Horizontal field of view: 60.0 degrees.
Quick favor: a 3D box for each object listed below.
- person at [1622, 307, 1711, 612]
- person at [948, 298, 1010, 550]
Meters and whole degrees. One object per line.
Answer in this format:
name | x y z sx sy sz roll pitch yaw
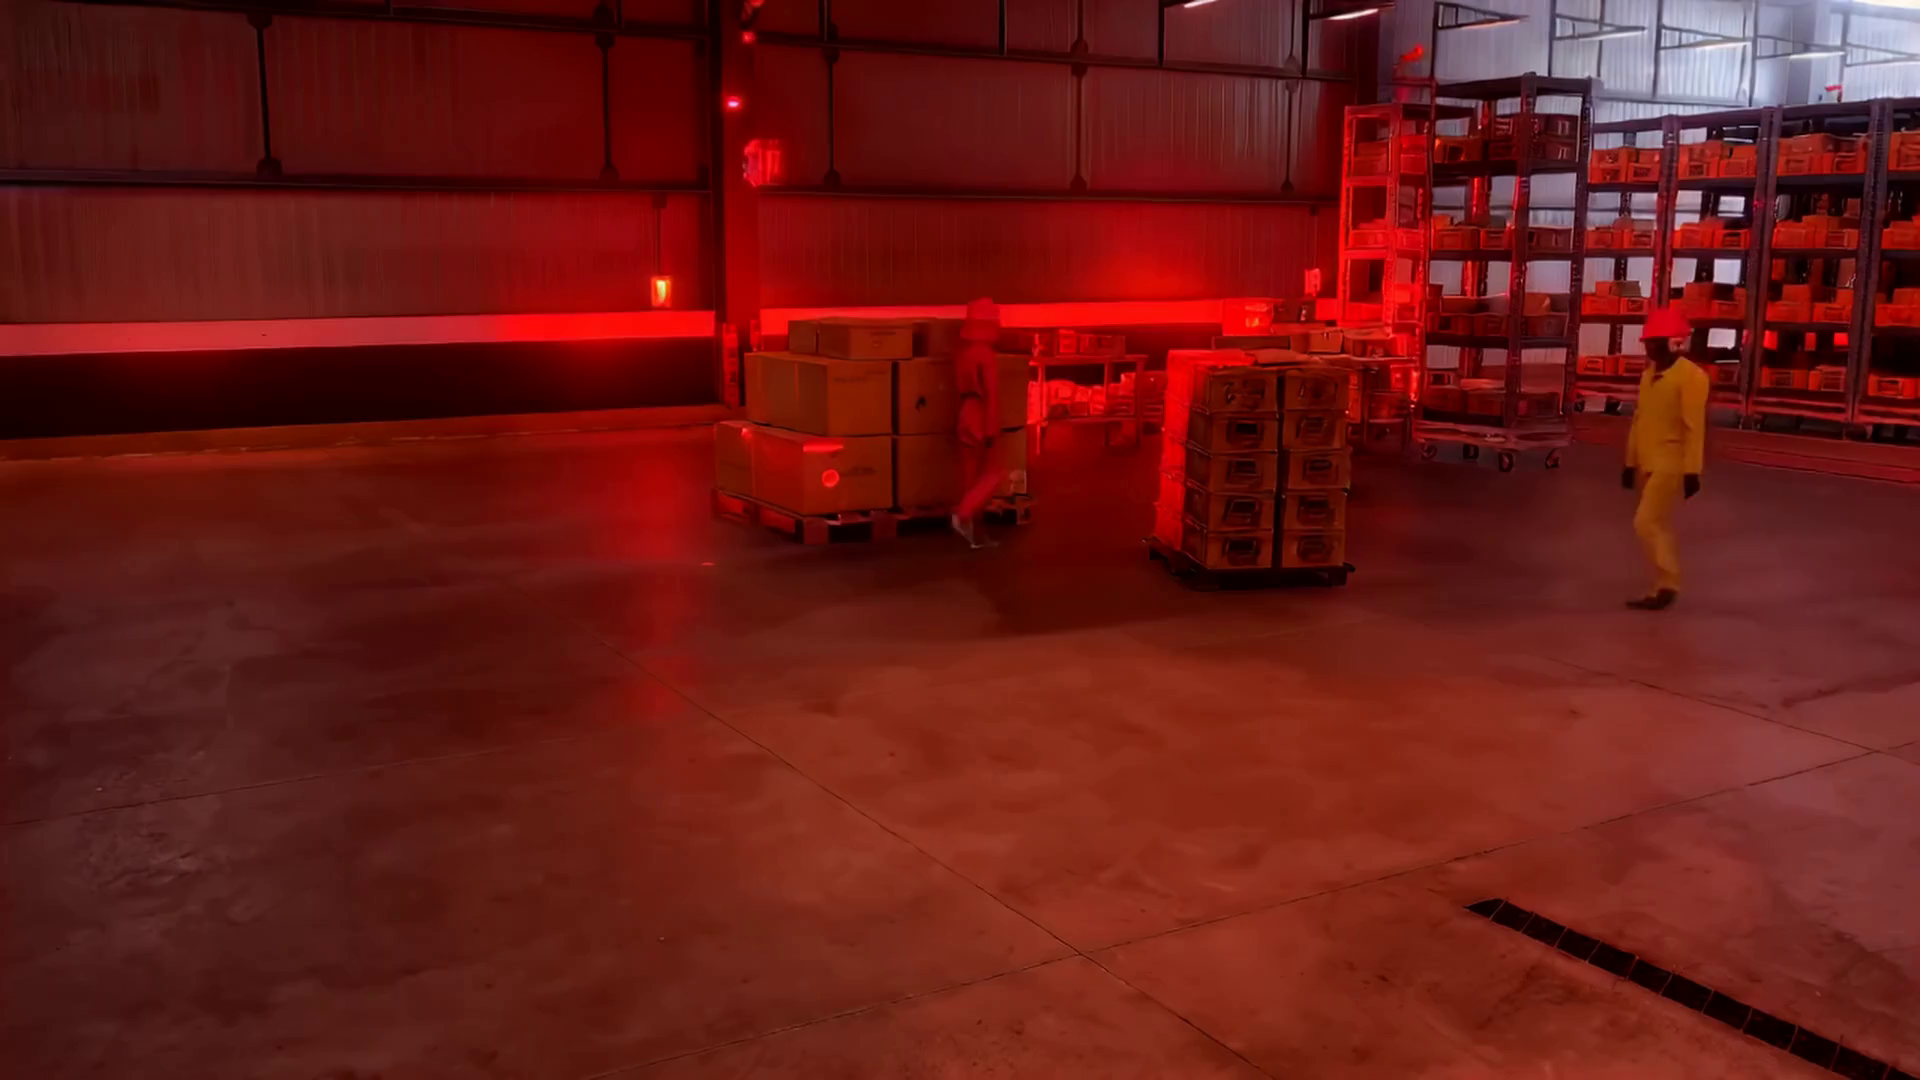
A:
person | 3.951 -0.441 9.407 0.401 1.733 0.586 -1 10 -7
person | 0.107 -0.774 11.316 0.425 1.727 0.482 -7 12 -36
